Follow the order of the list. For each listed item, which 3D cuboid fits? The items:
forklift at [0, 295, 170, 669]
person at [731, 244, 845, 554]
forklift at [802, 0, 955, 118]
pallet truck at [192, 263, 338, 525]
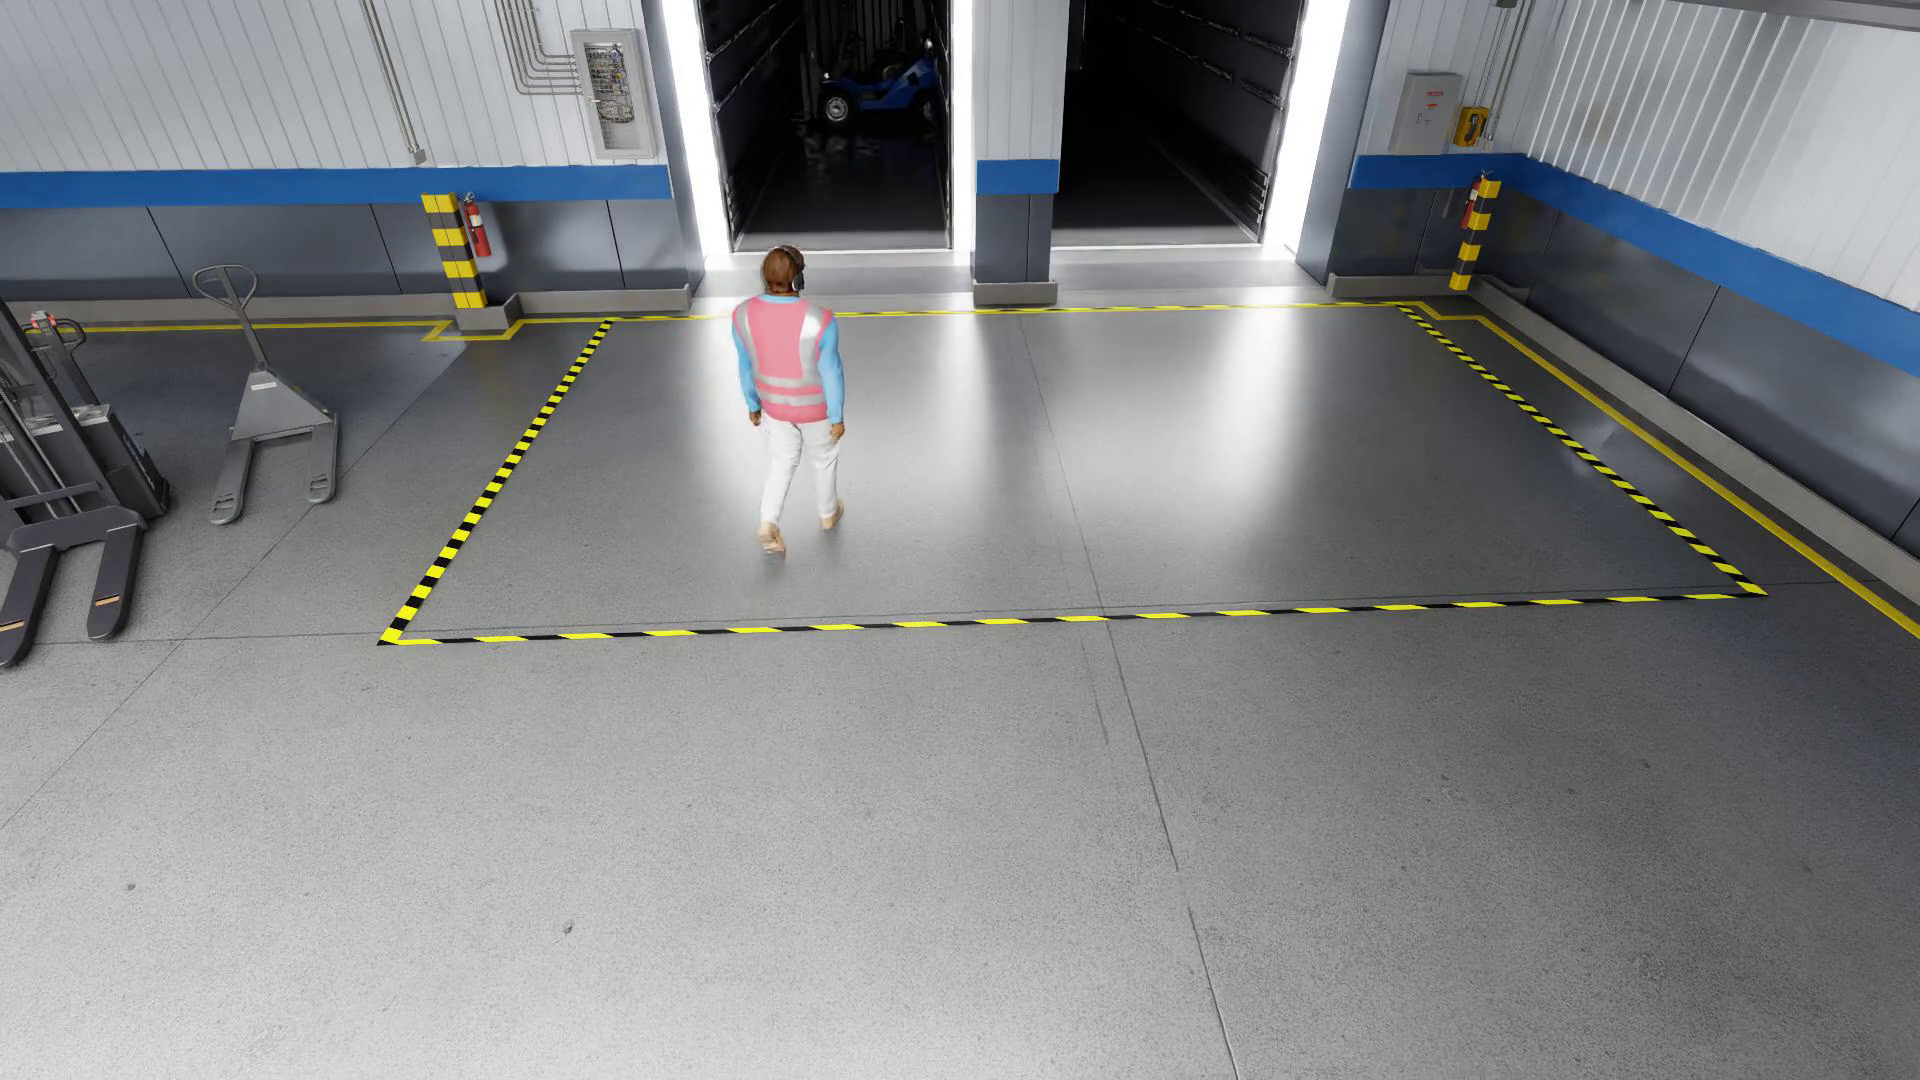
[{"bbox_3d":[-5.212,-0.618,4.878,0.823,1.965,1.885,-20,39,-26],"label":"forklift"},{"bbox_3d":[-0.952,-0.744,5.220,0.630,1.815,0.825,9,36,13],"label":"person"},{"bbox_3d":[-1.471,-8.552,15.966,2.680,2.036,1.157,-7,35,-9],"label":"forklift"},{"bbox_3d":[-4.778,-1.027,6.128,0.680,1.201,1.601,-17,38,-23],"label":"pallet truck"}]
